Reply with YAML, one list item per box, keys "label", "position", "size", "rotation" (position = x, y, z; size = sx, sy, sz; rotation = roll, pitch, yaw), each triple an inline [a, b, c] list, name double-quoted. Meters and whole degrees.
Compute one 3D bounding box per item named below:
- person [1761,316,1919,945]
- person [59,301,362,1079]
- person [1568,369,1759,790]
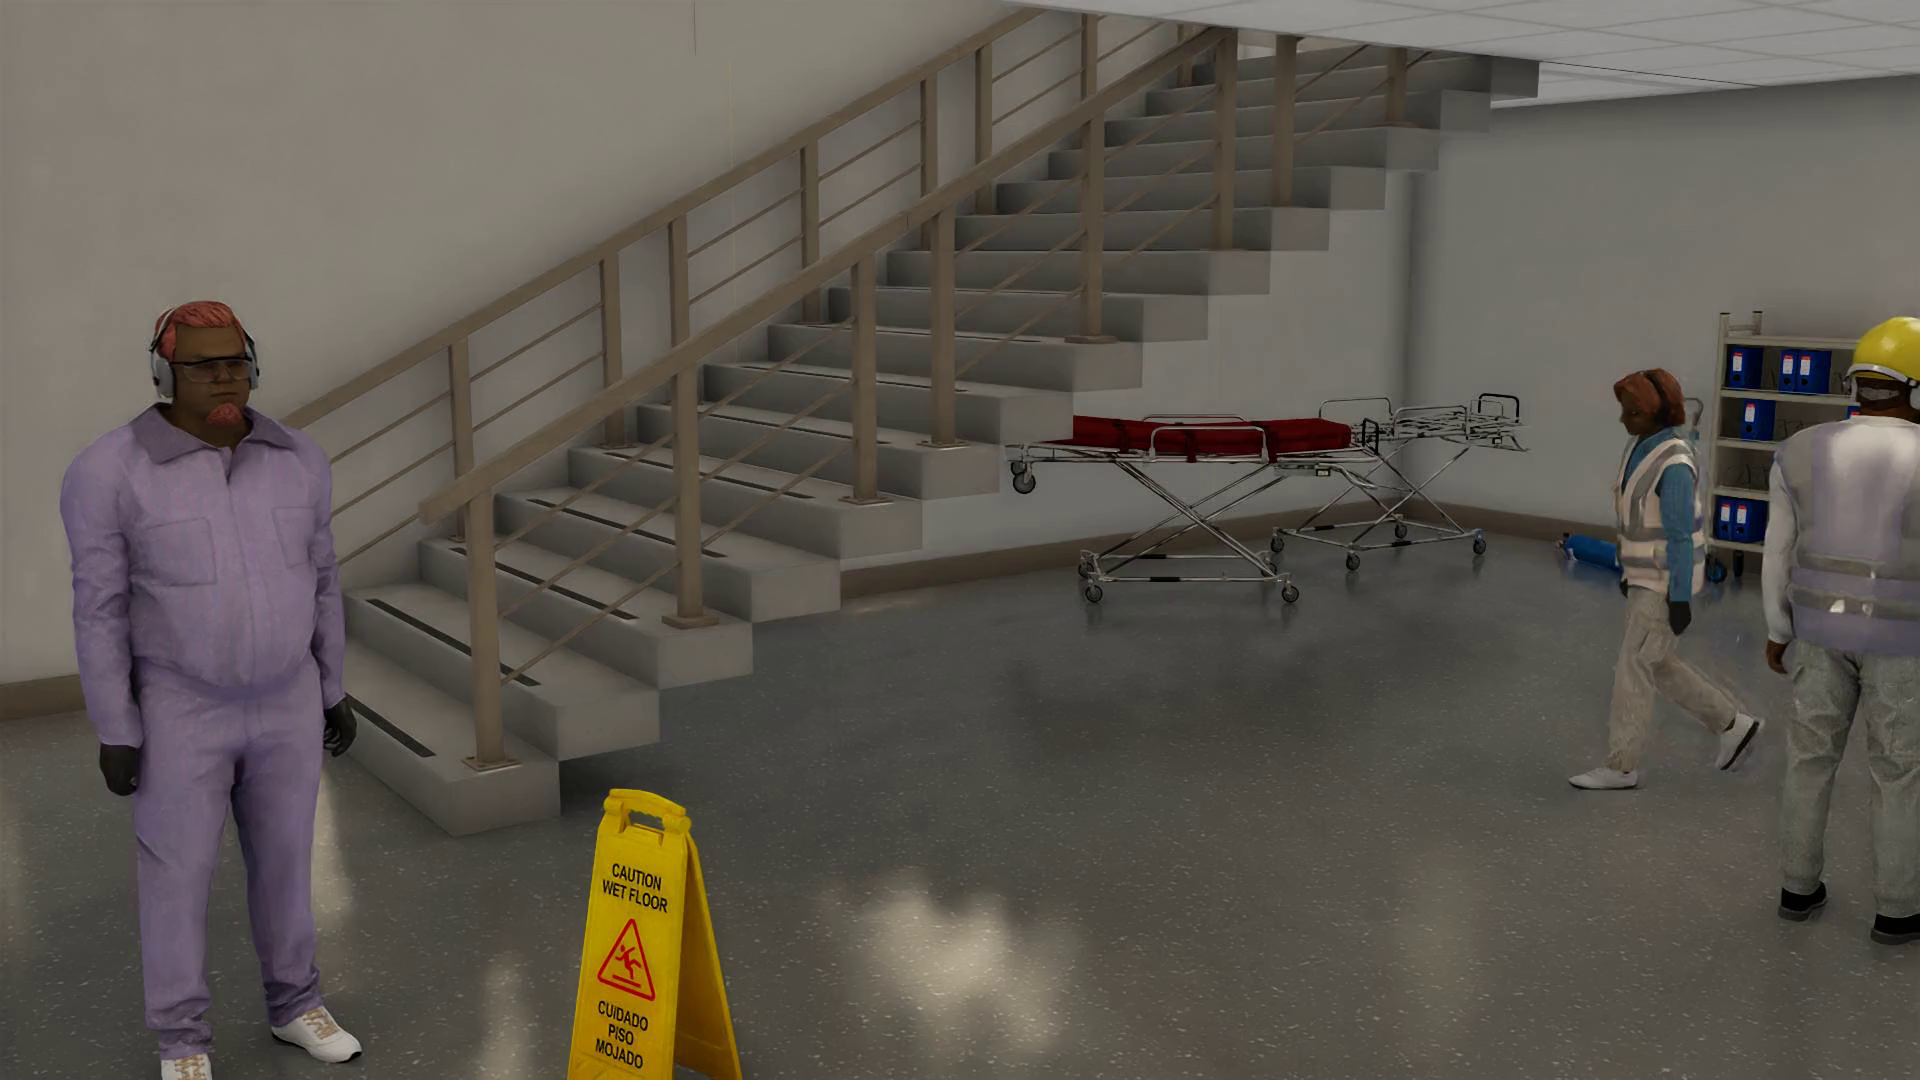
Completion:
- label: "person"
  position: [2.685, 0.265, 4.913]
  size: [0.404, 1.834, 0.592]
  rotation: [-9, 13, -41]
- label: "person"
  position: [-1.747, 0.390, 3.985]
  size: [0.410, 1.909, 0.643]
  rotation: [8, 13, 40]
- label: "person"
  position: [2.645, 0.161, 6.141]
  size: [0.612, 1.604, 0.570]
  rotation: [1, 10, 8]
